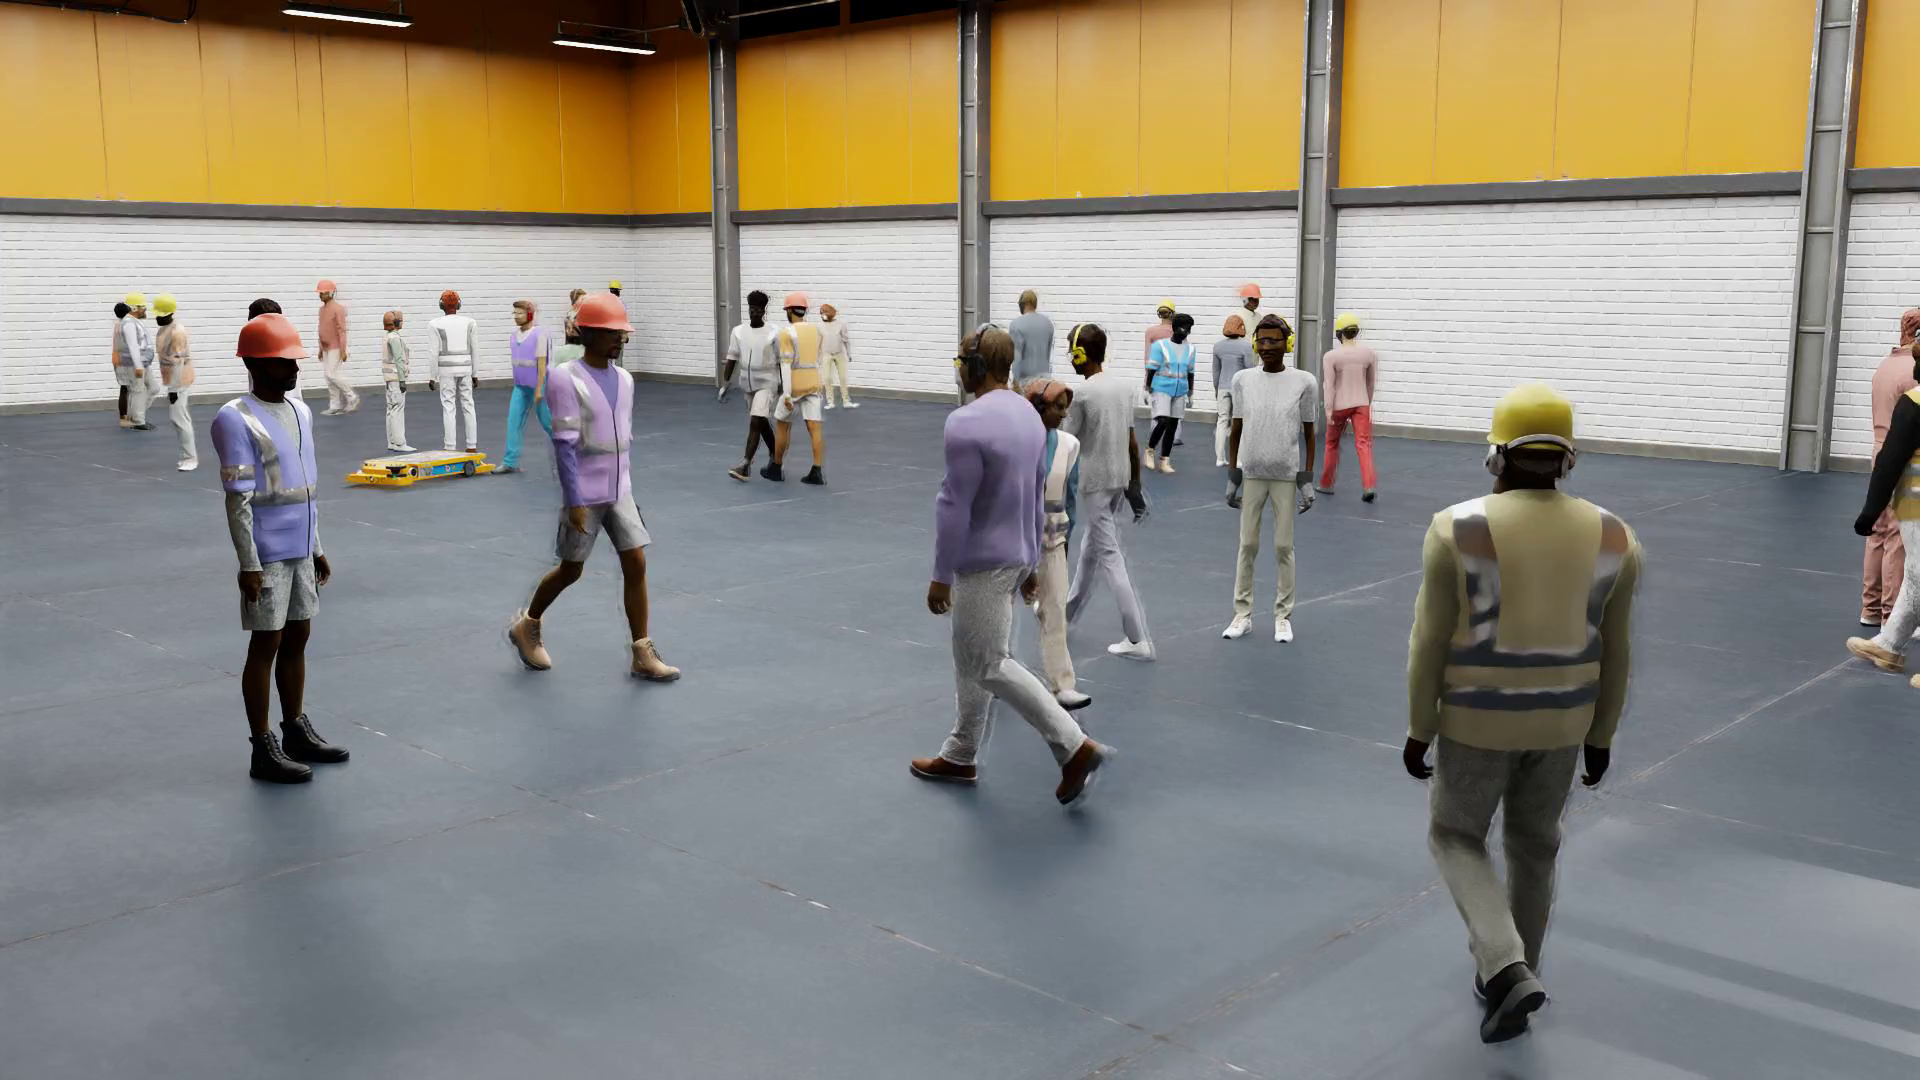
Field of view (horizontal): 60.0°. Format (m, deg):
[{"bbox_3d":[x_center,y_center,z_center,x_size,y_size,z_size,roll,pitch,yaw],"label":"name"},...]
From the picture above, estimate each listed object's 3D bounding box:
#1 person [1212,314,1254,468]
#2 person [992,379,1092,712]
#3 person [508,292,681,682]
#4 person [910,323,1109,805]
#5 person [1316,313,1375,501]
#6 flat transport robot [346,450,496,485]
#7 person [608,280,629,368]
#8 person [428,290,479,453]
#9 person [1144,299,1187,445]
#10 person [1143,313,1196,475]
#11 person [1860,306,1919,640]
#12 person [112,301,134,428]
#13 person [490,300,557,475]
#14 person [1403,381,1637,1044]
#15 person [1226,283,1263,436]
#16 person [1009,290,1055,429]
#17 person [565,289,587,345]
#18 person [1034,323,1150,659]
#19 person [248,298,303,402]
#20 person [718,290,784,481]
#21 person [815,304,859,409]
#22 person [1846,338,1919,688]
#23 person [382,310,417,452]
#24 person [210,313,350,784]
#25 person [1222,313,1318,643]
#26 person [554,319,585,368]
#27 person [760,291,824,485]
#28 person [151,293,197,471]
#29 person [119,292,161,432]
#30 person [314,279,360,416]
[{"bbox_3d":[2.924,-1.586,17.775,0.497,1.636,0.285,8,12,40],"label":"person"},{"bbox_3d":[0.329,0.032,7.982,0.598,1.586,0.856,-3,10,-19],"label":"person"},{"bbox_3d":[-1.930,-0.273,8.603,0.981,2.013,0.614,6,11,32],"label":"person"},{"bbox_3d":[0.193,0.101,6.596,0.875,1.916,0.631,5,10,26],"label":"person"},{"bbox_3d":[3.598,-1.228,15.331,0.534,1.724,0.910,-1,9,-7],"label":"person"},{"bbox_3d":[-5.408,-0.737,16.745,0.652,0.197,1.431,4,10,24],"label":"flat transport robot"},{"bbox_3d":[-6.349,-3.826,30.652,0.588,1.918,0.397,5,11,30],"label":"person"},{"bbox_3d":[-5.680,-1.856,18.675,0.572,1.883,0.356,-7,12,-38],"label":"person"},{"bbox_3d":[2.478,-2.012,20.014,0.524,1.760,0.328,2,9,10],"label":"person"},{"bbox_3d":[2.168,-1.502,17.132,0.598,1.666,0.387,-4,10,-23],"label":"person"},{"bbox_3d":[5.490,-0.389,9.610,0.409,1.908,0.639,2,9,10],"label":"person"},{"bbox_3d":[-11.173,-2.345,22.266,0.321,1.689,0.530,-5,11,-29],"label":"person"},{"bbox_3d":[-4.464,-1.599,17.356,0.576,1.808,0.951,6,11,35],"label":"person"},{"bbox_3d":[1.515,0.488,4.482,0.604,1.821,0.554,-1,9,-4],"label":"person"},{"bbox_3d":[3.603,-2.223,20.751,1.030,1.945,0.607,7,12,38],"label":"person"},{"bbox_3d":[0.754,-1.839,18.565,0.651,1.879,1.036,-6,11,-34],"label":"person"},{"bbox_3d":[-5.340,-2.578,23.228,0.349,1.842,0.505,-2,10,-14],"label":"person"},{"bbox_3d":[0.707,-0.275,9.205,0.531,1.807,0.978,-9,13,-43],"label":"person"},{"bbox_3d":[-4.734,-0.711,11.543,0.384,1.918,0.596,0,9,-2],"label":"person"},{"bbox_3d":[-2.053,-1.562,16.813,0.630,1.902,1.070,5,10,26],"label":"person"},{"bbox_3d":[-1.856,-2.769,25.153,0.670,1.595,0.367,-1,9,-8],"label":"person"},{"bbox_3d":[4.881,-0.152,8.504,0.627,1.800,0.894,-4,10,-25],"label":"person"},{"bbox_3d":[-6.552,-1.845,19.335,0.306,1.645,0.522,-6,11,-32],"label":"person"},{"bbox_3d":[-2.824,0.031,6.938,0.359,1.938,0.545,2,9,11],"label":"person"},{"bbox_3d":[1.768,-0.348,9.470,0.512,1.872,0.330,4,10,21],"label":"person"},{"bbox_3d":[-3.802,-1.400,16.660,0.496,1.627,0.270,-1,9,-8],"label":"person"},{"bbox_3d":[-1.654,-1.511,16.520,0.552,1.894,0.917,-9,13,-42],"label":"person"},{"bbox_3d":[-8.308,-1.666,17.553,0.386,1.879,0.747,-6,11,-34],"label":"person"},{"bbox_3d":[-10.677,-2.308,21.638,0.430,1.818,0.623,-3,10,-16],"label":"person"},{"bbox_3d":[-9.074,-2.775,24.043,0.617,1.979,0.449,9,13,43],"label":"person"}]
